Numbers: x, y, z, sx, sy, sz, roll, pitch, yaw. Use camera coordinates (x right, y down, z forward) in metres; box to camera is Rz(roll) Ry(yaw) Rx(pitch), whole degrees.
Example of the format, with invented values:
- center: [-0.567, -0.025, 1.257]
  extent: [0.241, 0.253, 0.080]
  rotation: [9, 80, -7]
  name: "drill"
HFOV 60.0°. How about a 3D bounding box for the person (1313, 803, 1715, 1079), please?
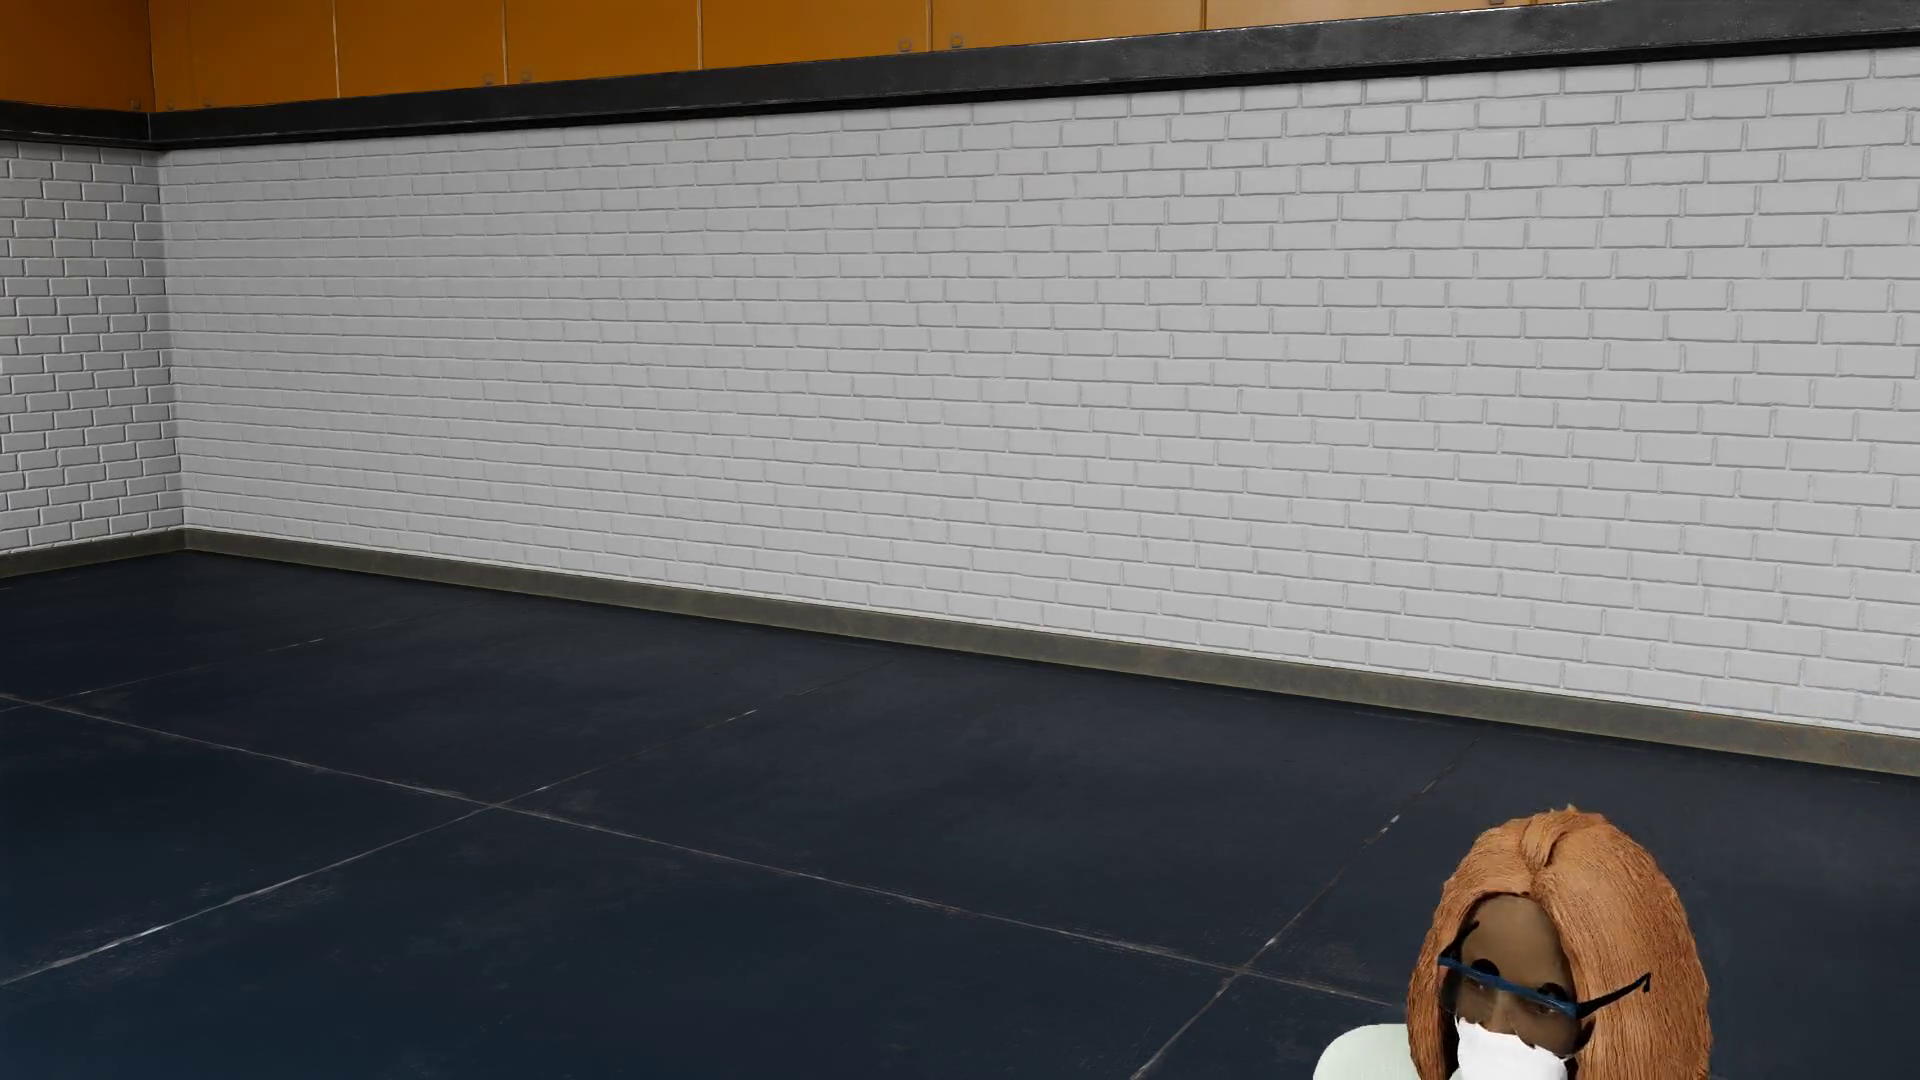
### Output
- center: [0.544, 0.993, 1.557]
  extent: [0.887, 1.584, 0.495]
  rotation: [-6, 11, -34]
  name: "person"
